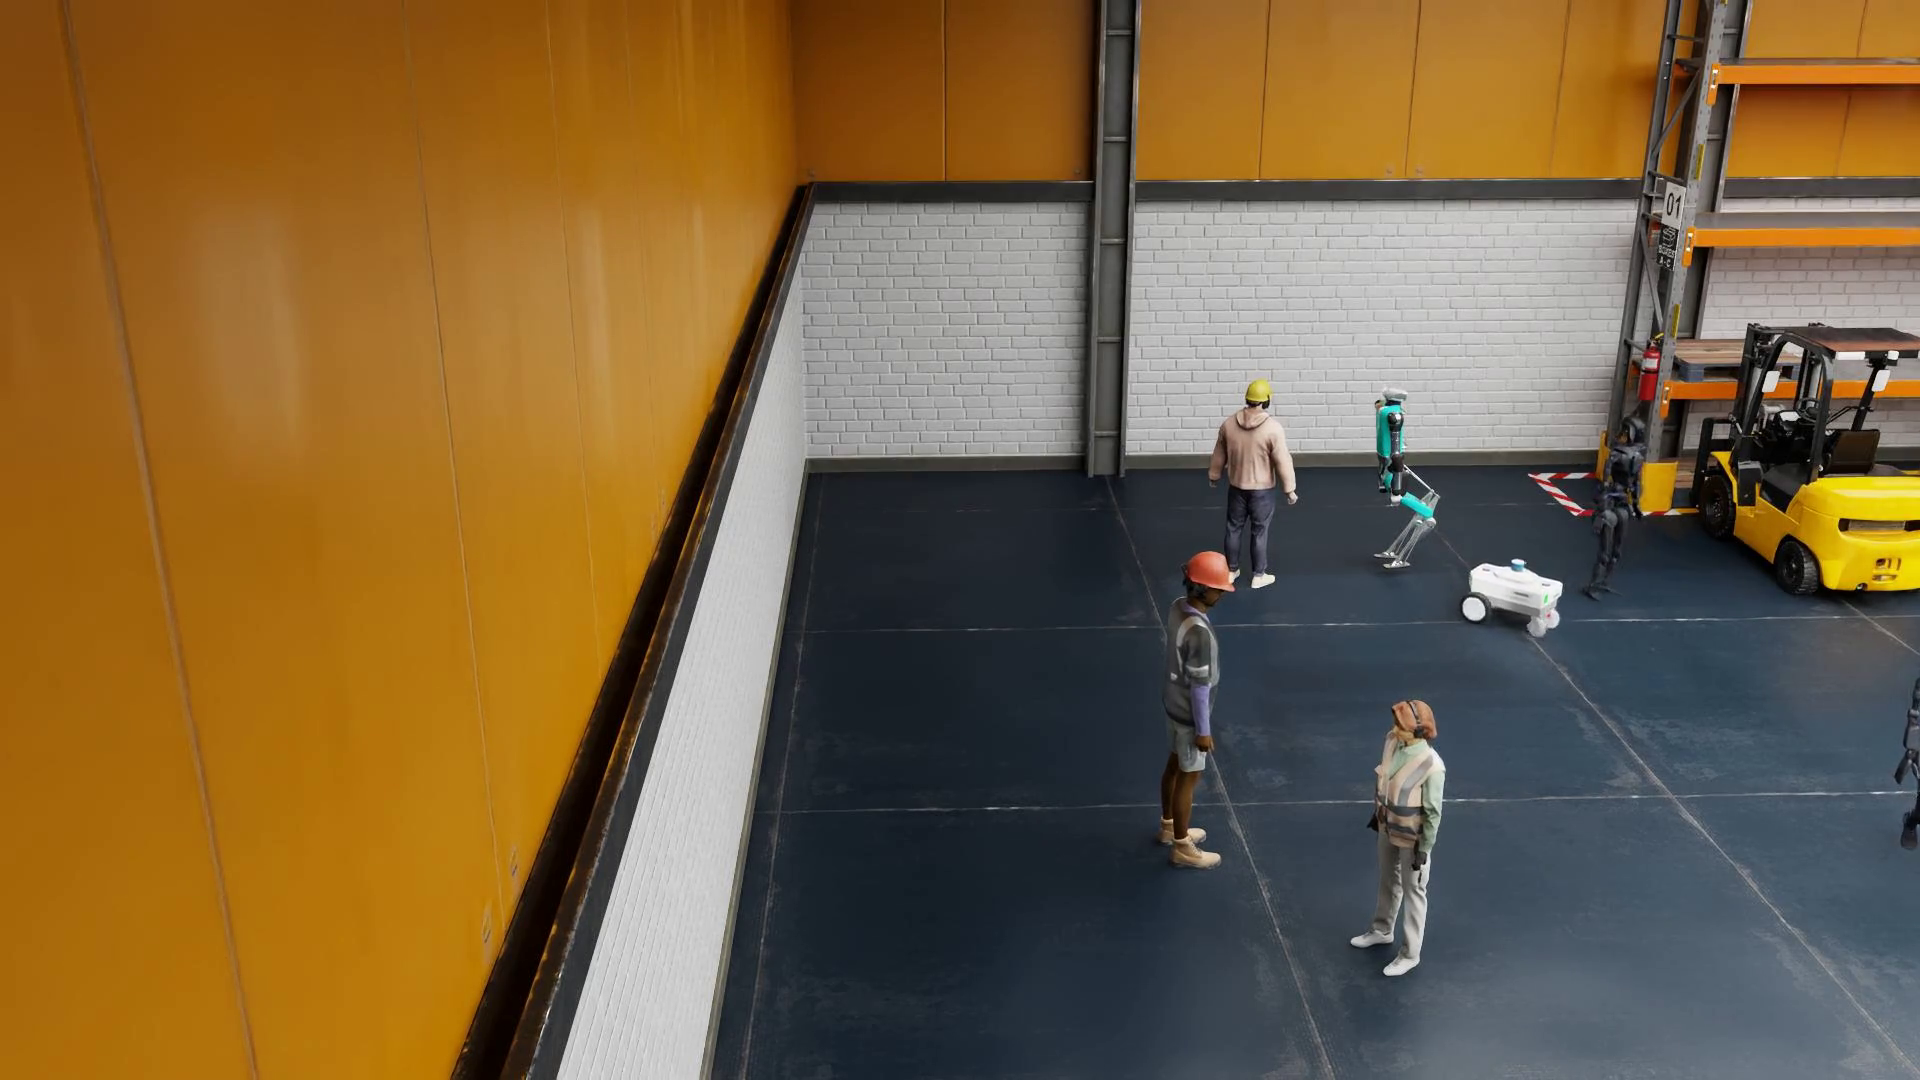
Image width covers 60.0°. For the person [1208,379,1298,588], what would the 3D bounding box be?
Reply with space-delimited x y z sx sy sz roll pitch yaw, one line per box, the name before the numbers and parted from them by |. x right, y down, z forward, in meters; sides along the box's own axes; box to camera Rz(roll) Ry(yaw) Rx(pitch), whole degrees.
person | 2.548 -0.491 14.574 0.816 1.865 0.414 12 23 30

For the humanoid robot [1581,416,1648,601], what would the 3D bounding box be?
humanoid robot | 5.640 -0.285 14.291 0.608 1.640 0.343 -14 24 -33

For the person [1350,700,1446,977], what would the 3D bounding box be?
person | 2.446 1.620 9.179 0.309 1.639 0.514 -7 21 -19

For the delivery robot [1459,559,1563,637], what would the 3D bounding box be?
delivery robot | 4.613 0.456 13.917 0.794 0.606 0.499 17 26 38

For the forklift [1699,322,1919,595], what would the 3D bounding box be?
forklift | 7.809 -0.792 14.926 1.214 2.155 2.313 -1 20 -2

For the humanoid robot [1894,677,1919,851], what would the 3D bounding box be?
humanoid robot | 6.028 1.284 10.073 0.600 1.634 0.653 7 22 19

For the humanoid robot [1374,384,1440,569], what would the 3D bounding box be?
humanoid robot | 4.004 -0.566 14.772 0.735 1.677 0.533 -1 20 -2

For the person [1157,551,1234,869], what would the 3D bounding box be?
person | 1.443 1.032 10.214 0.393 2.033 0.604 -2 20 -5
